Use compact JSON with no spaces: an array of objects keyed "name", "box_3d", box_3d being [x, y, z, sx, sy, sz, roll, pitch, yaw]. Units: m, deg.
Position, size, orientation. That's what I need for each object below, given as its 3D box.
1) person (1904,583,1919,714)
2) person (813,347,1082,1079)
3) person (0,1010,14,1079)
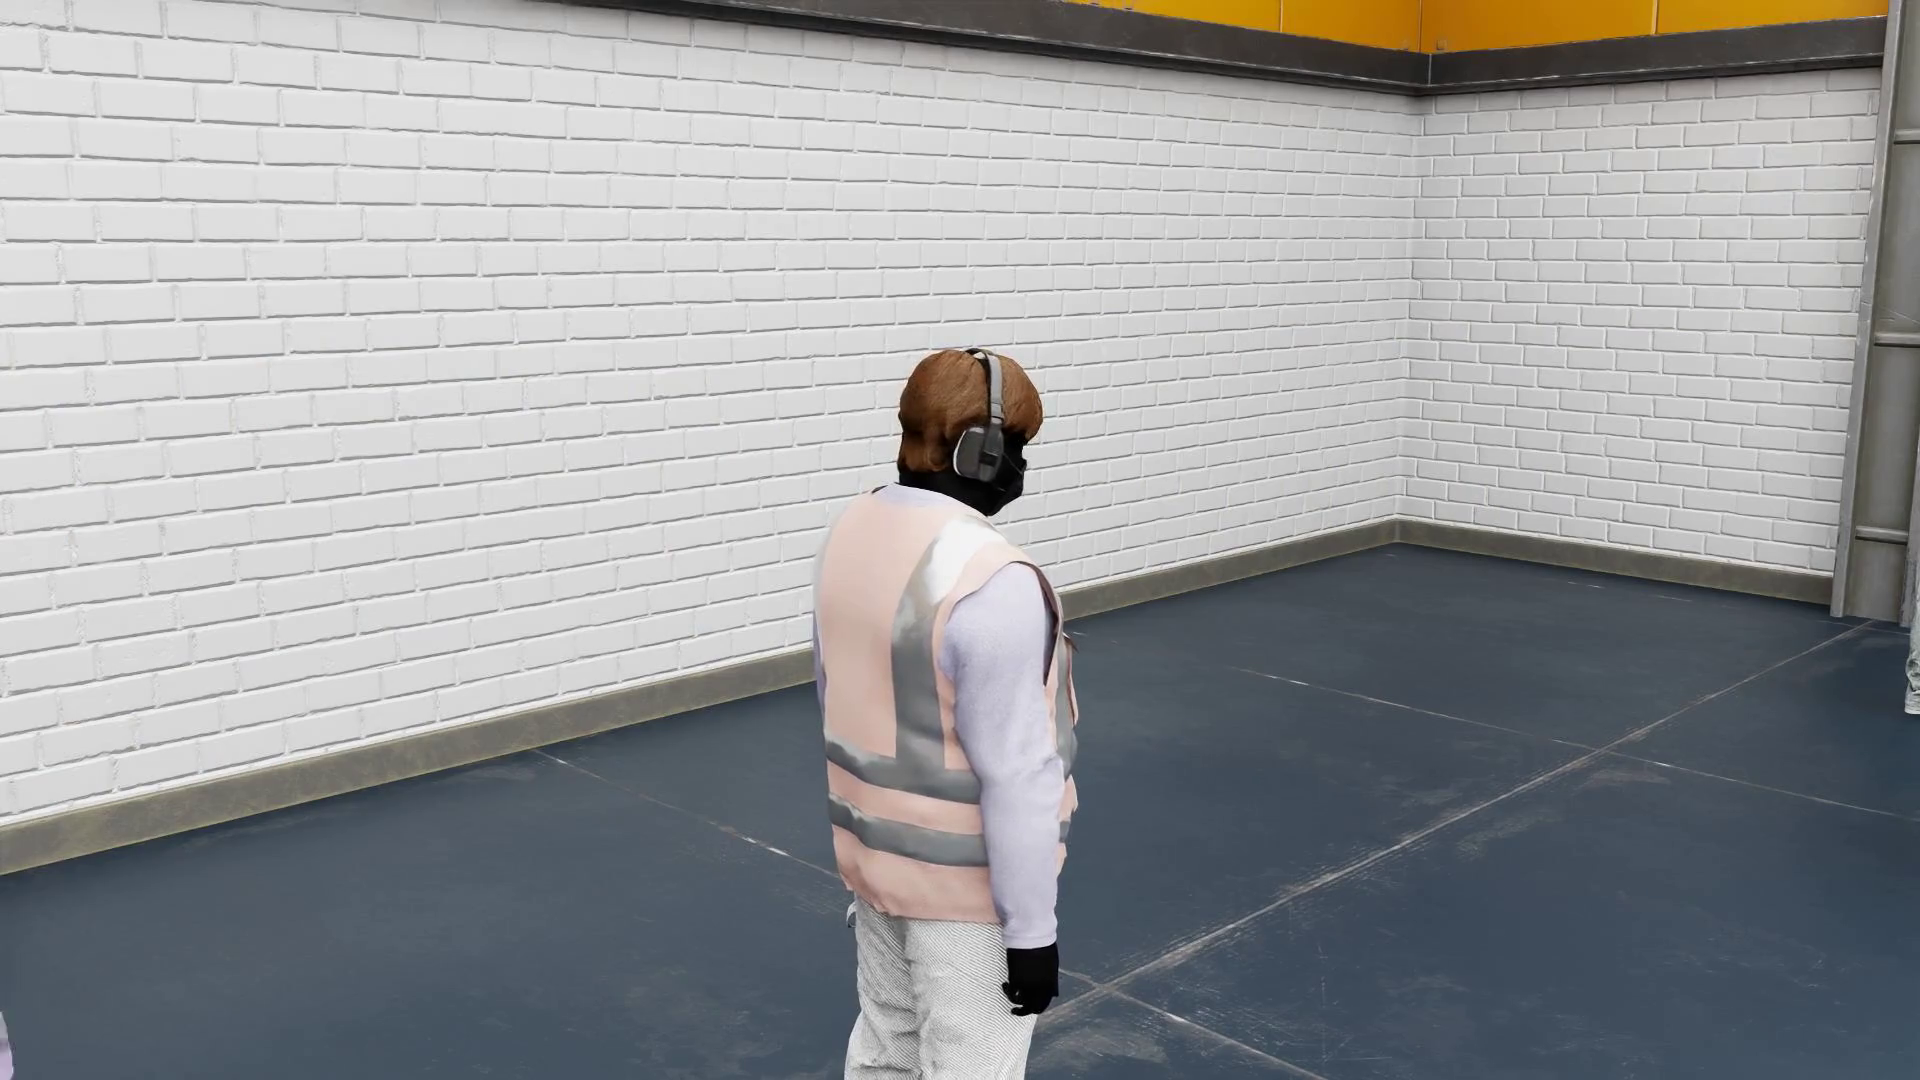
[{"name":"person","box_3d":[4.179,-0.088,6.838,0.296,1.744,0.488,-1,10,-7]},{"name":"person","box_3d":[-0.008,0.585,2.914,0.429,1.835,0.633,-6,12,-30]},{"name":"person","box_3d":[-1.205,0.818,1.574,0.611,1.870,0.761,-3,11,-14]}]
